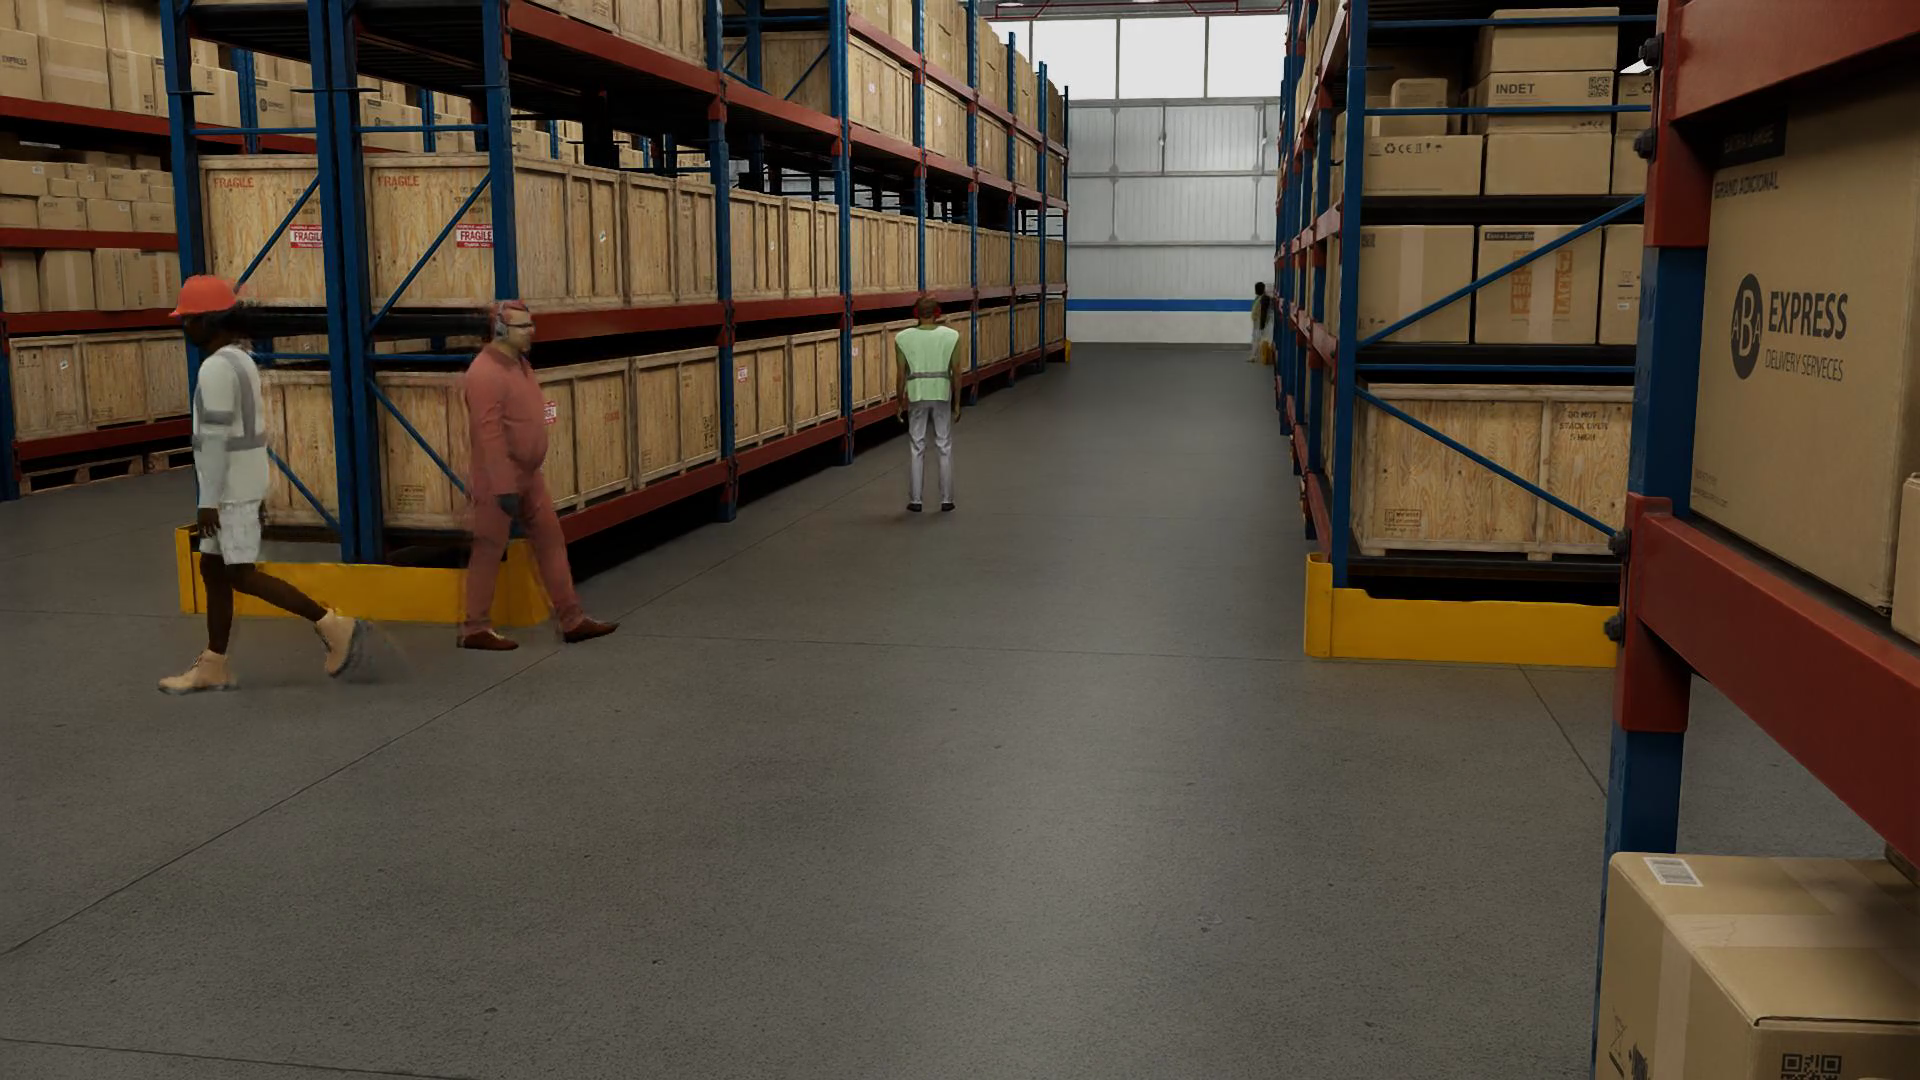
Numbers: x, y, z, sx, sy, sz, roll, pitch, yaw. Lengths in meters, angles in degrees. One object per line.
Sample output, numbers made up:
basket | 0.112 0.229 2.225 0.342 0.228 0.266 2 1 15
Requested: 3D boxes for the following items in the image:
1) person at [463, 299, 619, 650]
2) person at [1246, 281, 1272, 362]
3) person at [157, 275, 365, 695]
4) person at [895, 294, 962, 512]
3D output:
person | -2.273 -0.328 8.844 0.897 1.870 0.670 1 9 9
person | 6.727 -4.857 37.110 0.524 1.820 0.655 -2 9 -10
person | -3.398 -0.254 7.961 0.876 2.023 0.621 -3 10 -18
person | -0.265 -1.145 14.012 0.564 1.839 0.390 -1 9 -5
